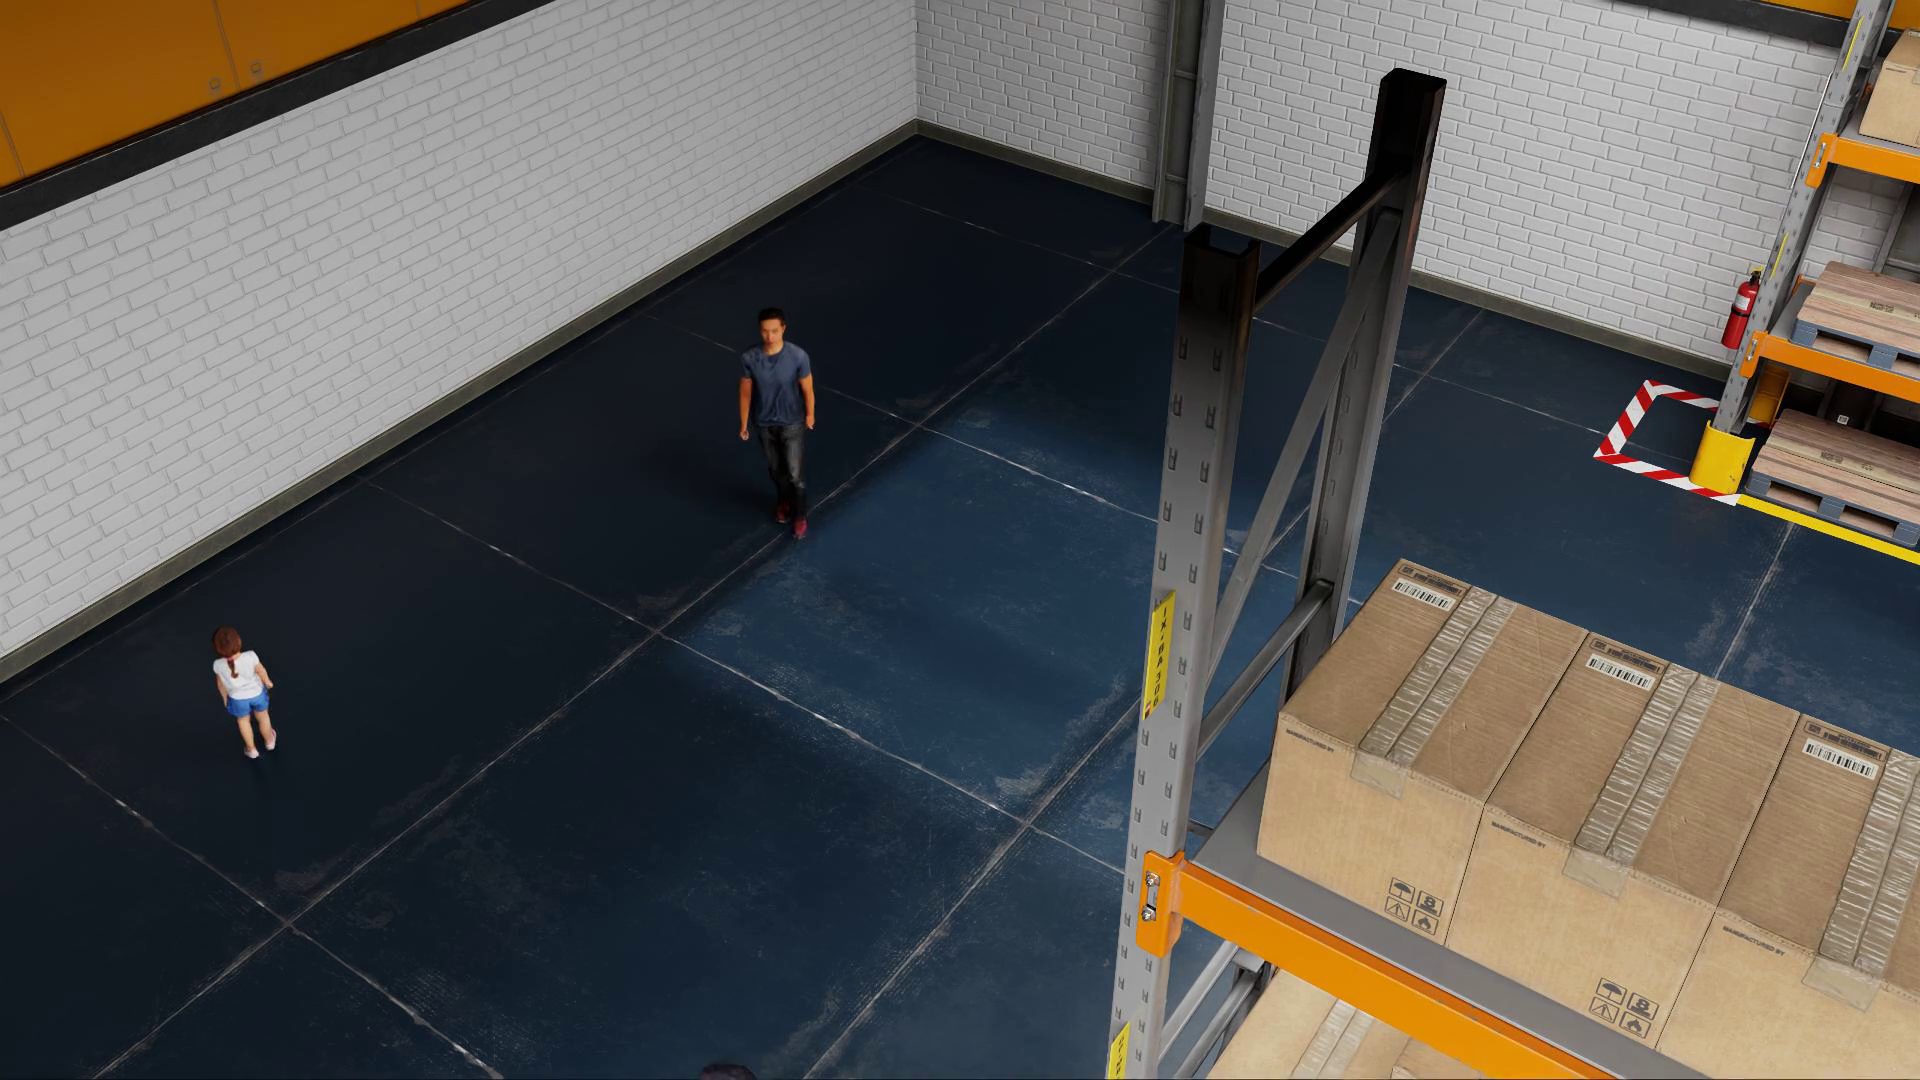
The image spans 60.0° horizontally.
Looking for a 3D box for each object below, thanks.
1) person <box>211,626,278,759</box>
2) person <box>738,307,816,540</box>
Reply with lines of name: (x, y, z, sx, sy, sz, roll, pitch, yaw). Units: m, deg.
person: (-4.318, 0.931, 10.052, 0.526, 1.017, 0.580, -13, 40, -16)
person: (-1.270, -0.909, 11.733, 0.813, 1.796, 0.881, 4, 39, 5)
